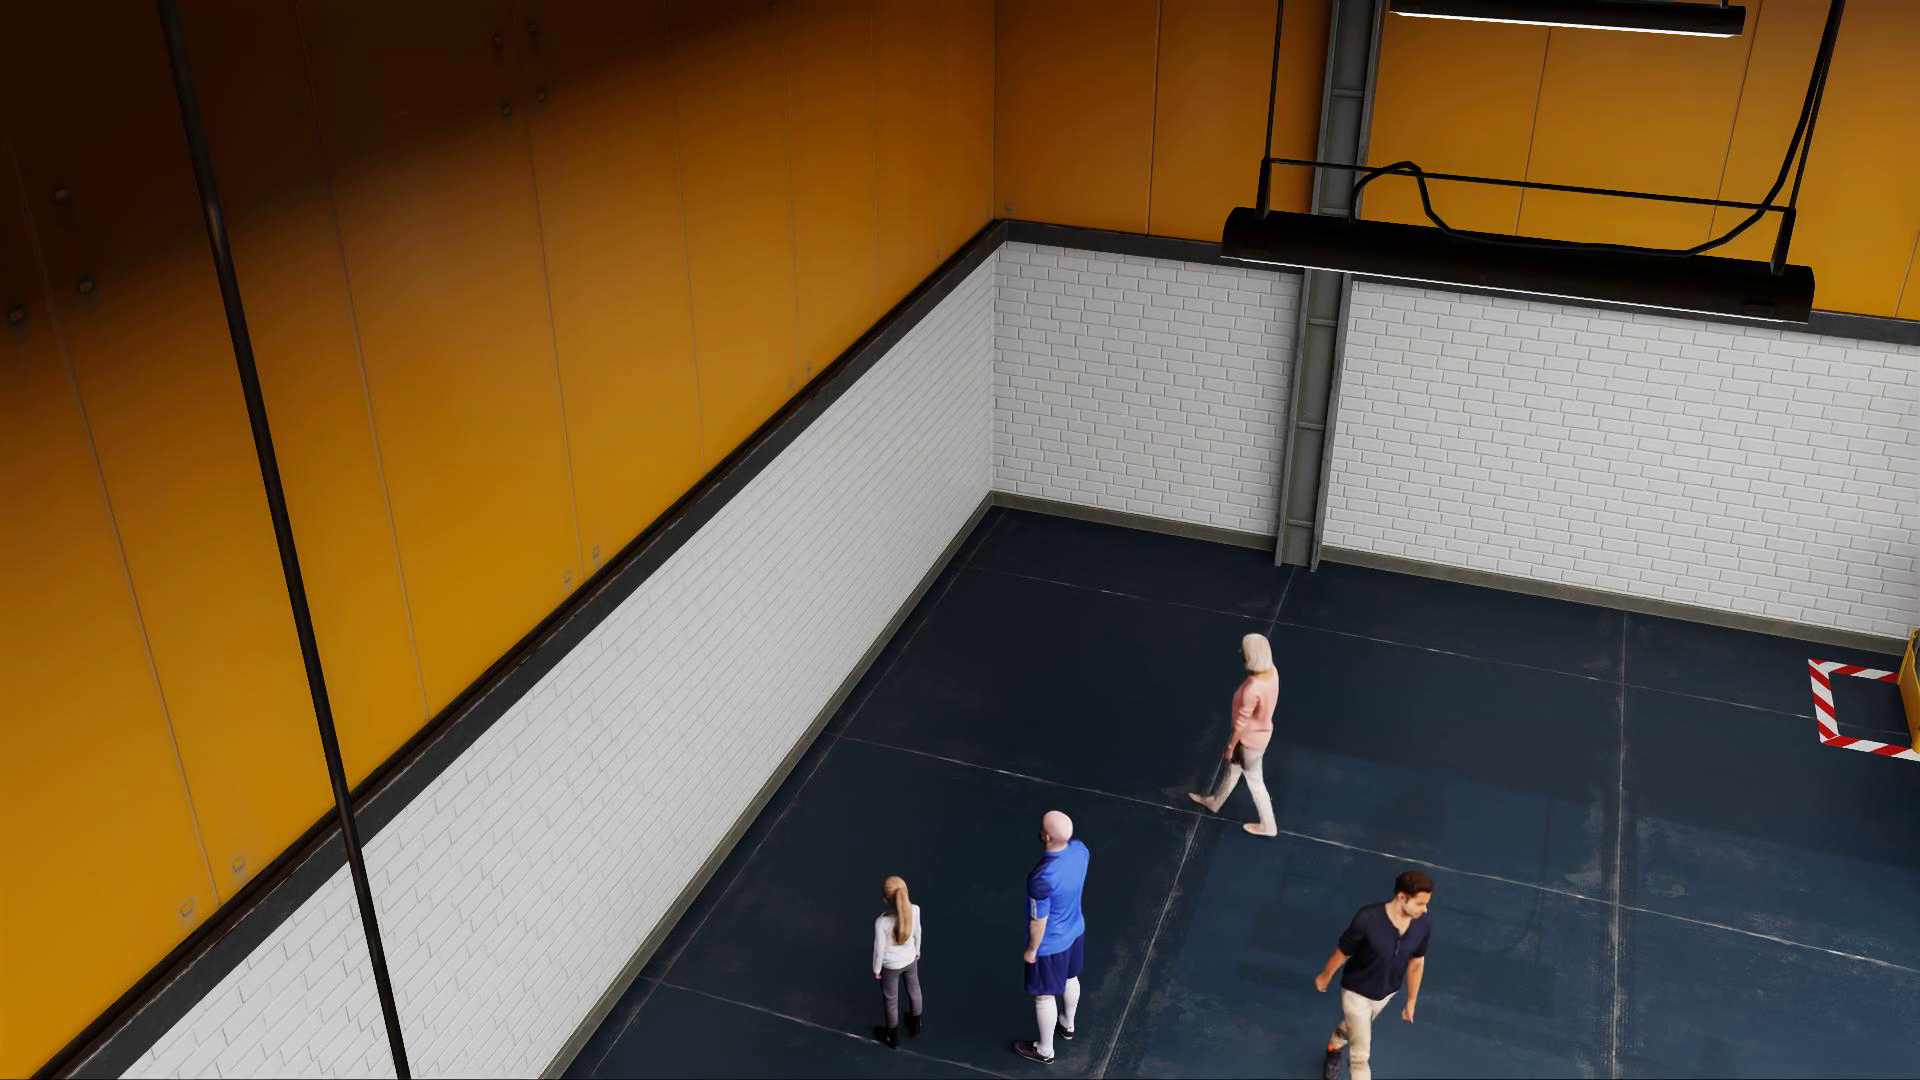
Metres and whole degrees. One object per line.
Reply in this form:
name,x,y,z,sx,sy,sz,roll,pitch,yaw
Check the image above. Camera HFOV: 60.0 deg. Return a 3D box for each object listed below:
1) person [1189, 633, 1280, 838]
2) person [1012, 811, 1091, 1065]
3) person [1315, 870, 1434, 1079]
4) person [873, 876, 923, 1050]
person,2.186,1.450,12.074,0.974,1.695,0.676,14,31,24
person,0.575,2.405,10.171,0.676,1.842,0.731,19,34,31
person,2.373,2.607,9.854,1.189,1.791,1.151,-2,29,-4
person,-0.381,2.621,10.363,0.582,1.280,0.633,-17,33,-28
